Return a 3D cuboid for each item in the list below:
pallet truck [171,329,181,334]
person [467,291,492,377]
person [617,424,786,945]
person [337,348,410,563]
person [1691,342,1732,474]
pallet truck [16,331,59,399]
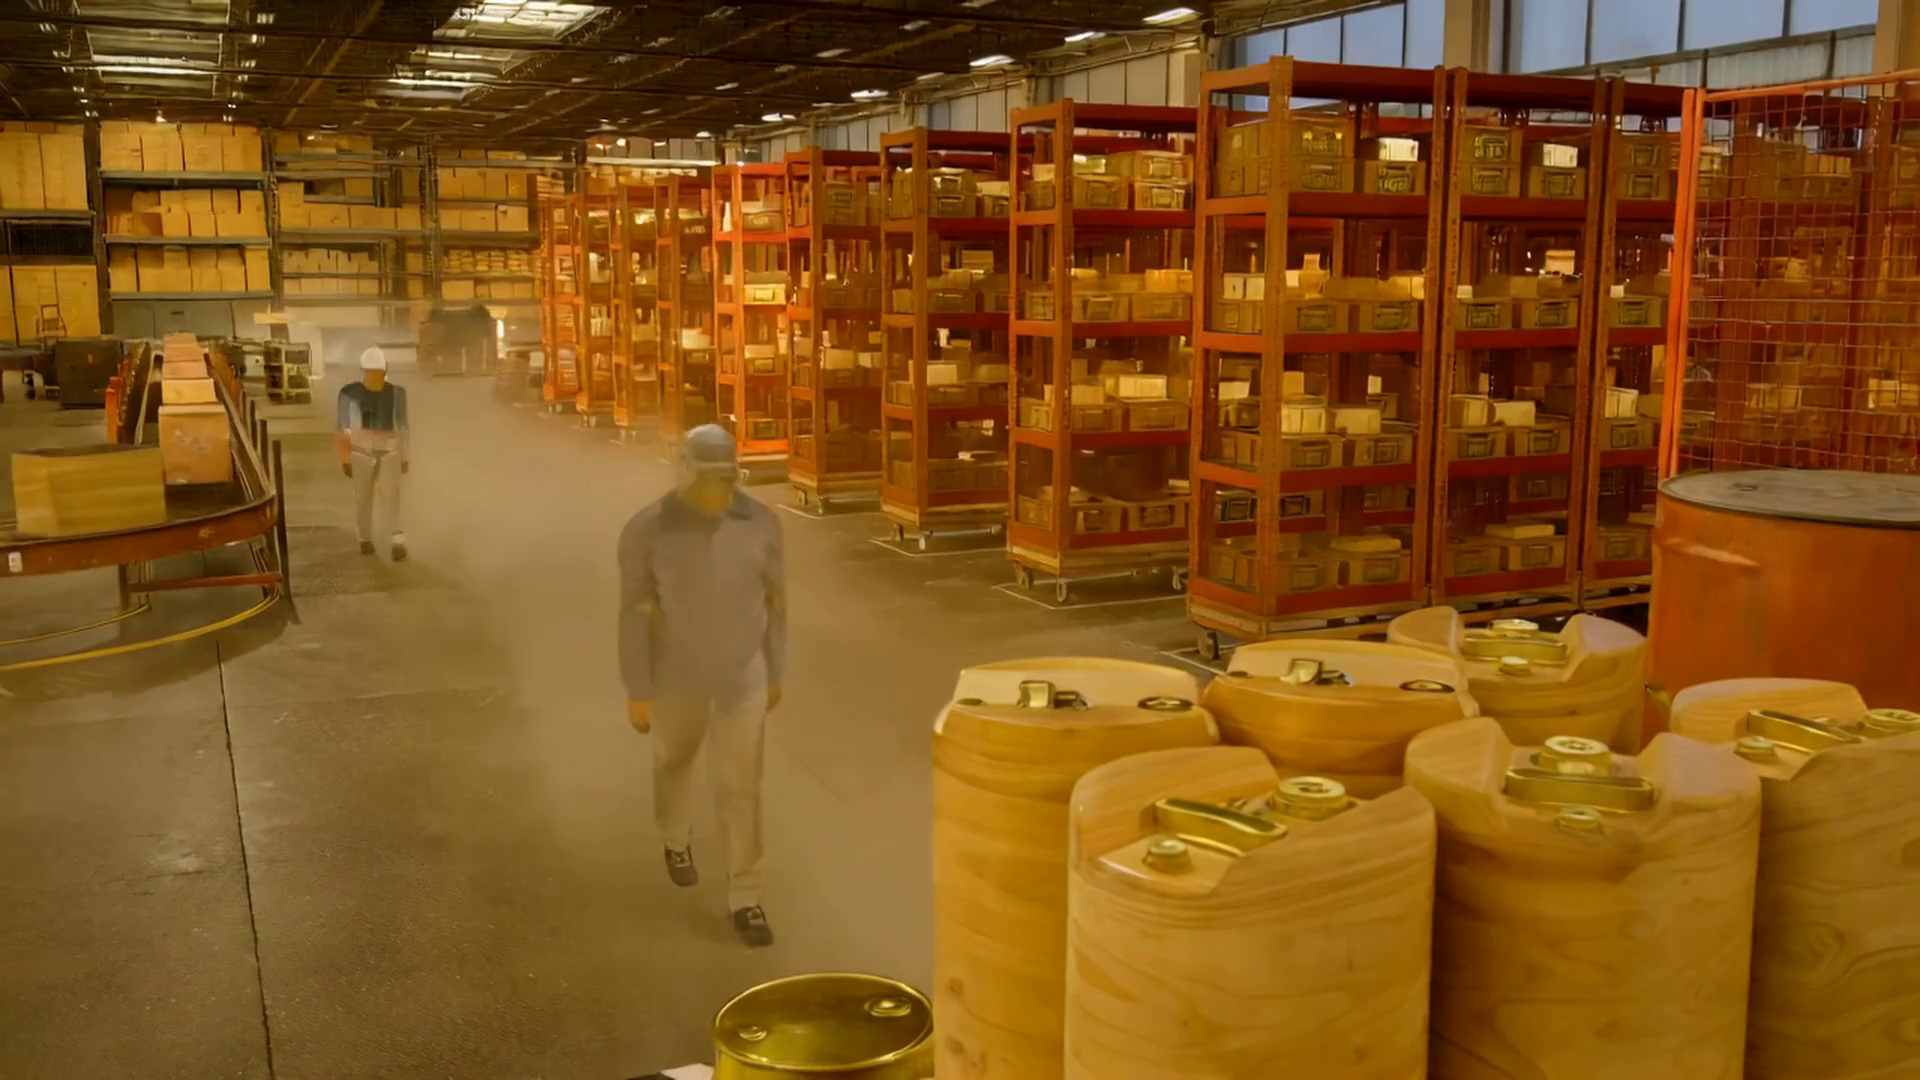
[{"bbox_3d":[-17.275,-3.851,35.096,1.601,1.201,0.680,0,9,1],"label":"pallet truck"},{"bbox_3d":[-10.894,-4.653,37.765,0.628,1.970,0.584,4,10,21],"label":"person"},{"bbox_3d":[-0.952,0.490,6.234,0.652,1.859,1.014,-4,10,-21],"label":"person"},{"bbox_3d":[-4.891,-0.712,13.928,0.588,1.783,0.976,-5,10,-26],"label":"person"},{"bbox_3d":[6.825,-0.945,15.191,0.390,1.837,0.585,4,10,21],"label":"person"},{"bbox_3d":[-17.082,-3.353,31.781,1.630,1.274,0.653,-4,10,-25],"label":"pallet truck"}]
